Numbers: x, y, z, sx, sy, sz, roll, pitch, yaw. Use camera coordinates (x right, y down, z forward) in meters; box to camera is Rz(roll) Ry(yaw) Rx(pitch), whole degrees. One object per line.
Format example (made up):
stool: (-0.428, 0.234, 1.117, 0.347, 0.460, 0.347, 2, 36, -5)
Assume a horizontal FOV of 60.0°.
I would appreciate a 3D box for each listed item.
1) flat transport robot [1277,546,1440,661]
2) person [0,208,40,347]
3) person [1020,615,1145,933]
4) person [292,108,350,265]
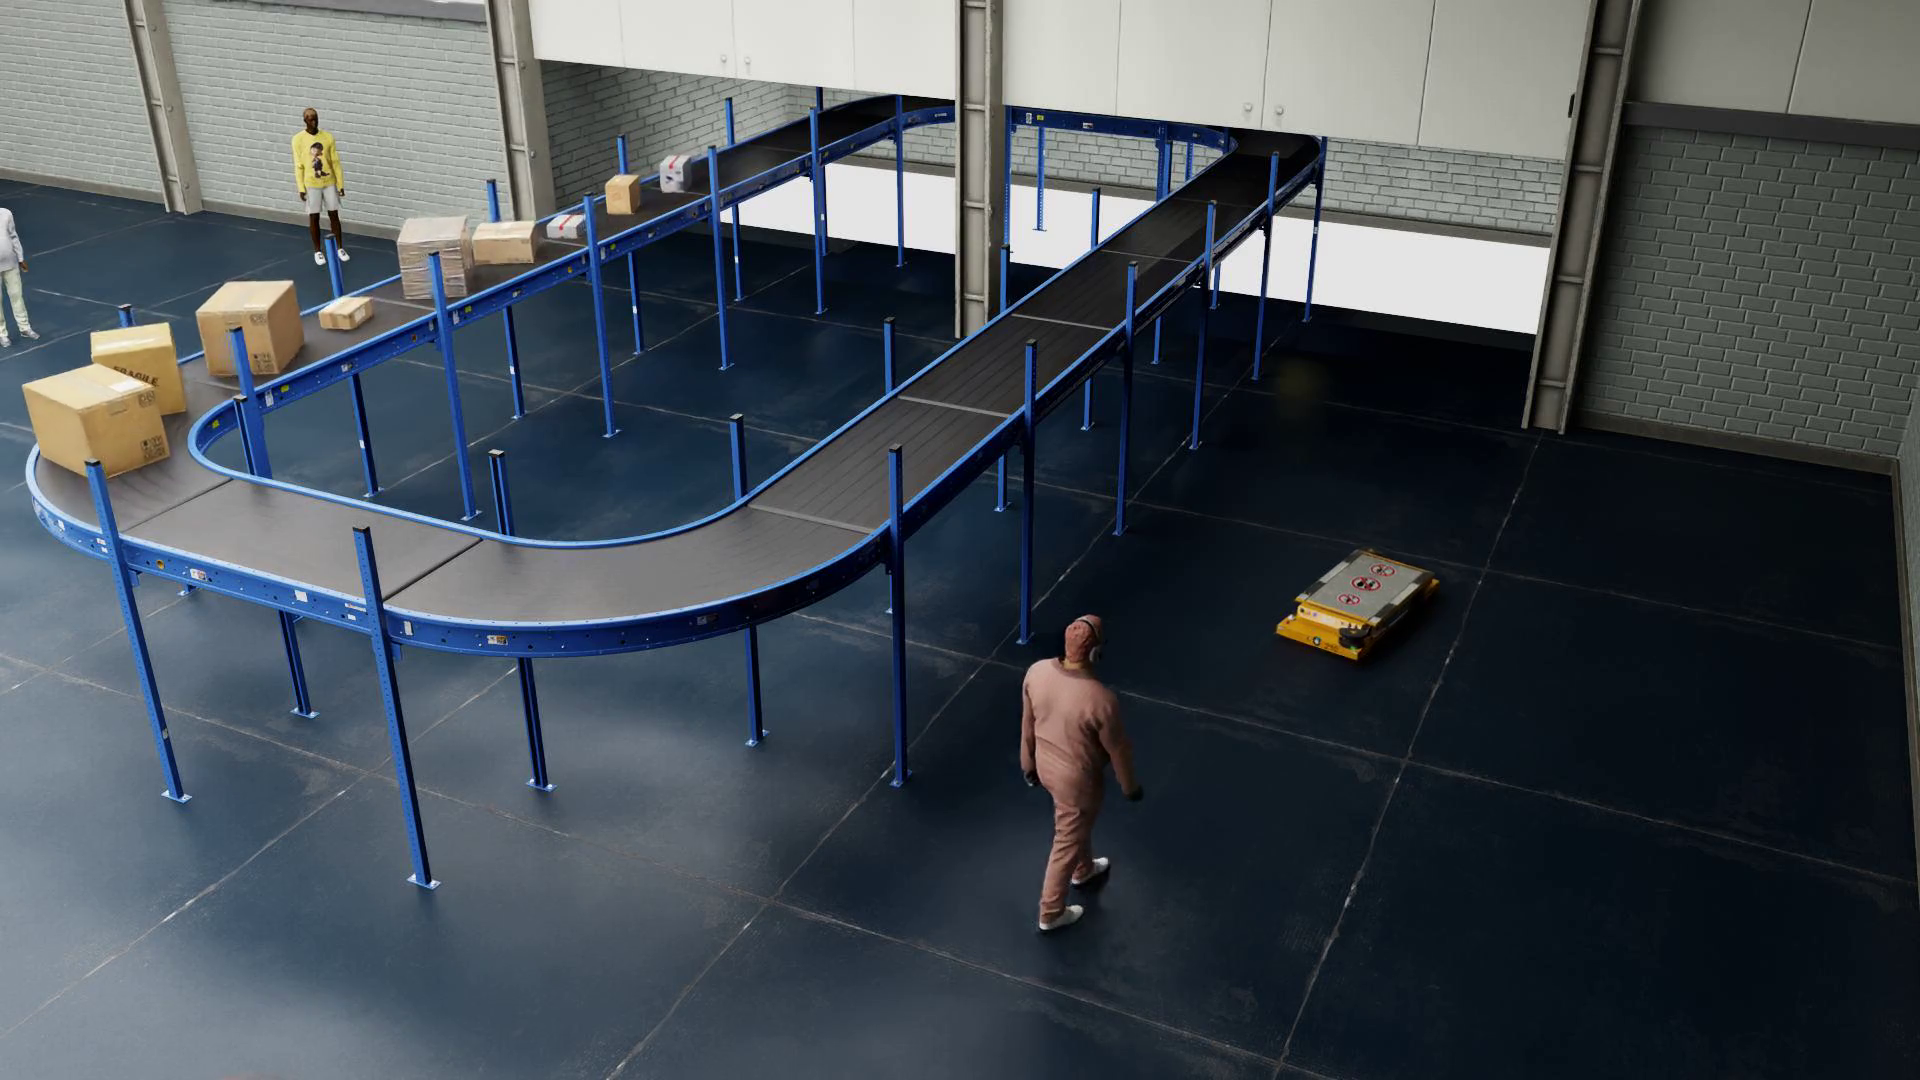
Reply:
flat transport robot: (3.024, 0.461, 12.546, 0.659, 0.231, 1.431, 19, 32, 33)
person: (-10.254, -2.954, 17.757, 0.335, 1.749, 0.573, 17, 31, 31)
person: (0.715, 1.256, 9.139, 0.822, 1.873, 0.645, -19, 32, -33)
person: (-7.847, -4.349, 20.422, 0.551, 1.894, 0.387, -16, 31, -29)
